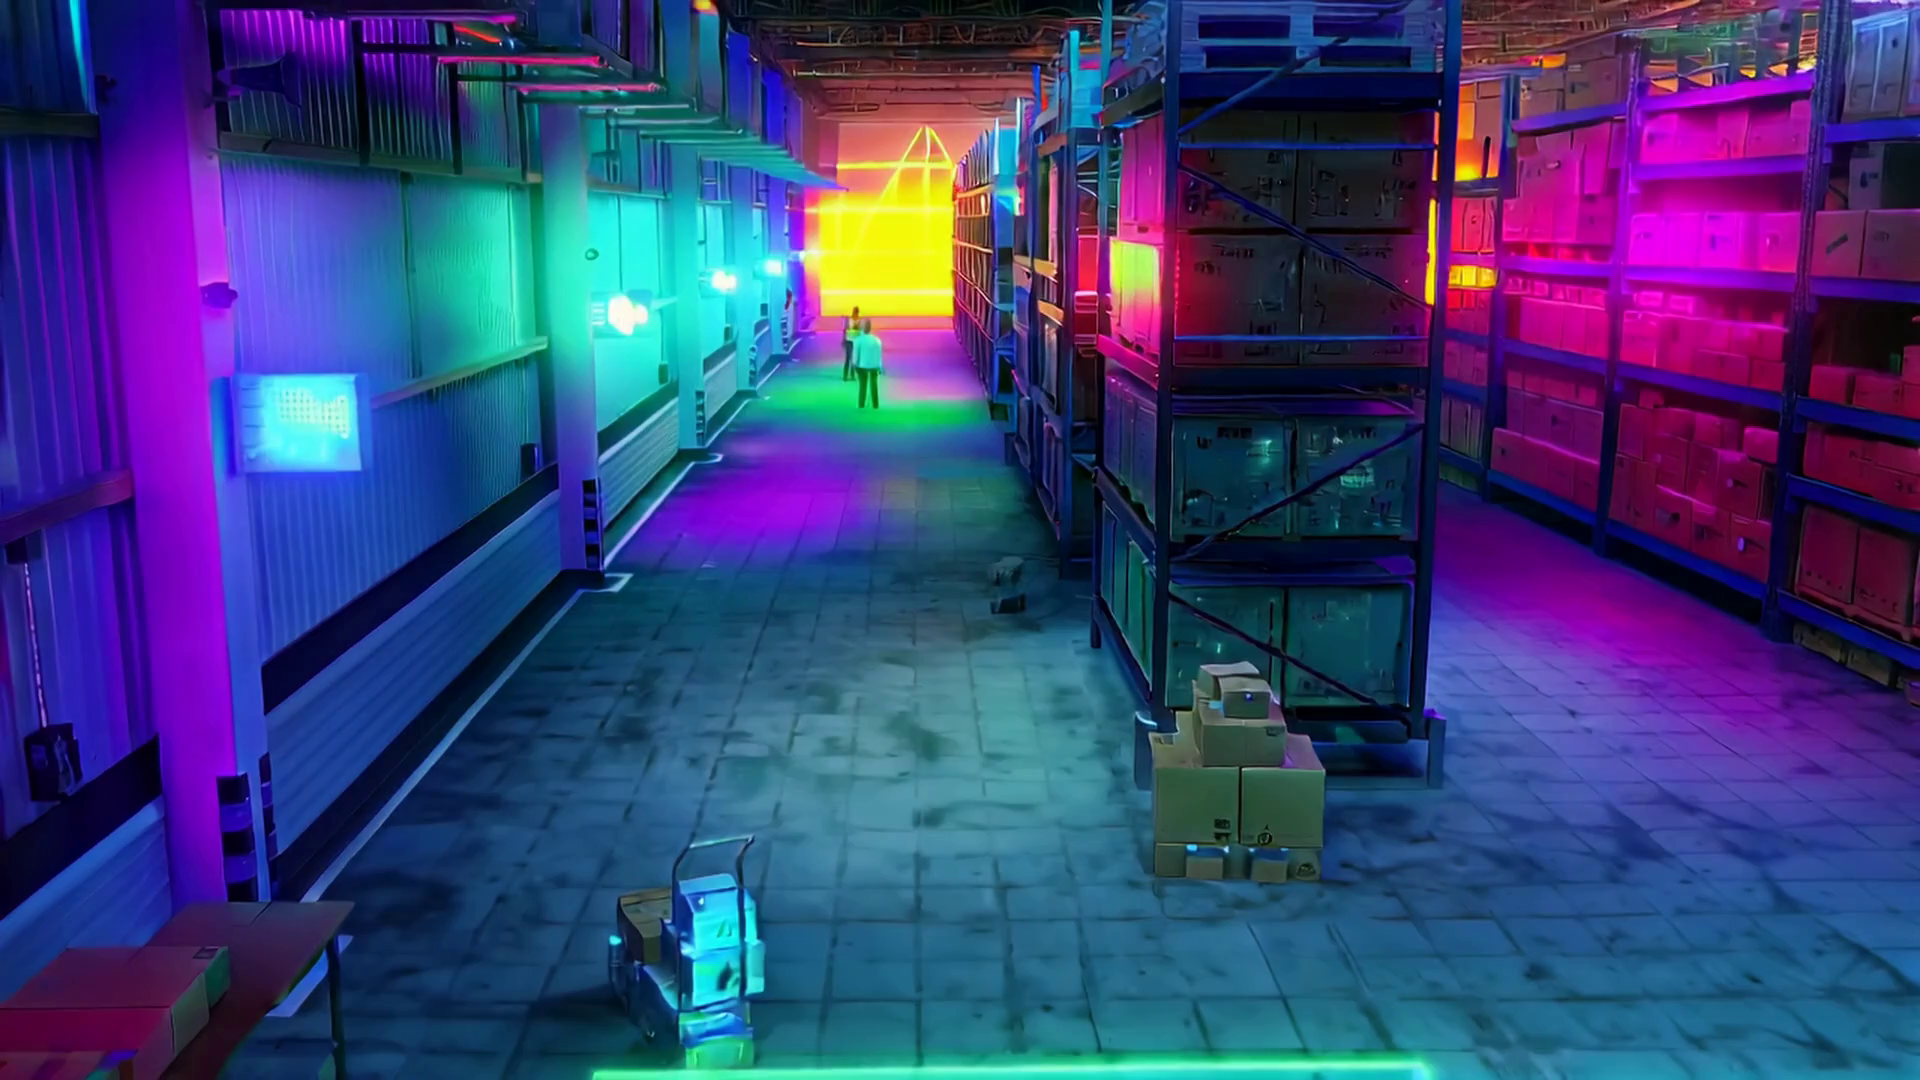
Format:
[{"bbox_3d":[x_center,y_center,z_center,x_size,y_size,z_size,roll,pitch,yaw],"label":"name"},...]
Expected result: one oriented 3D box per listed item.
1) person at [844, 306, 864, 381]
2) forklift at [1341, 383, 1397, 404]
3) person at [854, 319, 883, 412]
[{"bbox_3d":[-2.679,-5.028,42.552,0.594,1.911,0.387,-6,12,-28],"label":"person"},{"bbox_3d":[5.393,-1.629,22.323,1.129,2.768,1.873,0,11,-2],"label":"forklift"},{"bbox_3d":[-1.955,-3.708,35.482,0.617,1.988,0.402,0,11,1],"label":"person"}]
